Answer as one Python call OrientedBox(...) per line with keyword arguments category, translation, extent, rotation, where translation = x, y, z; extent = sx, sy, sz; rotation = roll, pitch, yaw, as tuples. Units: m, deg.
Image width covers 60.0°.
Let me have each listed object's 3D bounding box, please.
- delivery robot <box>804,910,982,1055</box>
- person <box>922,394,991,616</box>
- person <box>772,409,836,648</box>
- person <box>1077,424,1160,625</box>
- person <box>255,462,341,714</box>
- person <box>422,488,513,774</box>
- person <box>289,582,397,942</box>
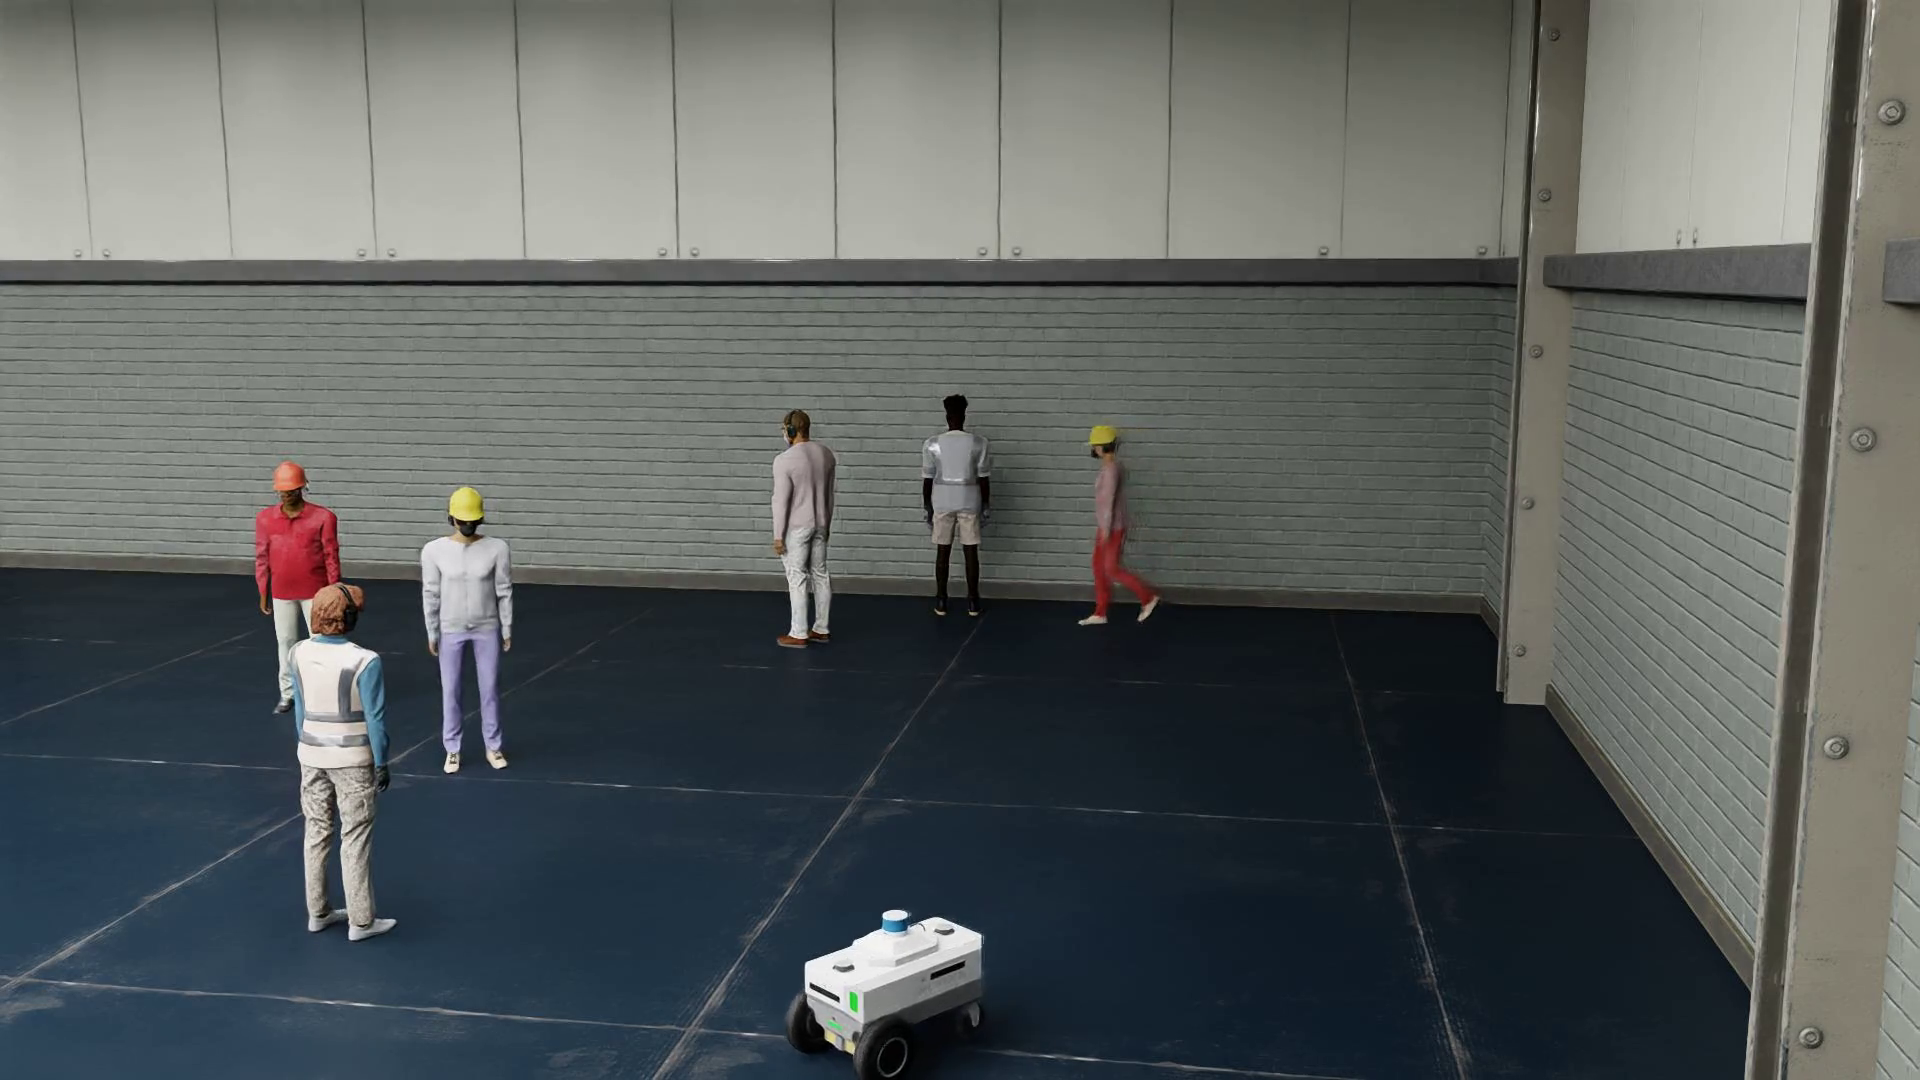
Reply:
OrientedBox(category="delivery robot", translation=(-0.248, 1.677, 6.434), extent=(0.707, 0.478, 0.477), rotation=(-9, 13, -42))
OrientedBox(category="person", translation=(-0.031, -0.301, 14.624), extent=(0.608, 1.959, 0.367), rotation=(1, 9, 4))
OrientedBox(category="person", translation=(-1.264, -0.085, 13.385), extent=(0.376, 1.930, 0.632), rotation=(8, 12, 41))
OrientedBox(category="person", translation=(1.354, -0.111, 14.099), extent=(0.620, 1.741, 0.539), rotation=(0, 9, 0))
OrientedBox(category="person", translation=(-4.533, 0.330, 11.382), extent=(0.570, 1.744, 0.352), rotation=(-1, 9, -3))
OrientedBox(category="person", translation=(-2.950, 0.549, 10.018), extent=(0.523, 1.752, 0.373), rotation=(-3, 10, -18))
OrientedBox(category="person", translation=(-2.811, 1.007, 7.554), extent=(0.509, 1.629, 0.315), rotation=(4, 10, 21))
